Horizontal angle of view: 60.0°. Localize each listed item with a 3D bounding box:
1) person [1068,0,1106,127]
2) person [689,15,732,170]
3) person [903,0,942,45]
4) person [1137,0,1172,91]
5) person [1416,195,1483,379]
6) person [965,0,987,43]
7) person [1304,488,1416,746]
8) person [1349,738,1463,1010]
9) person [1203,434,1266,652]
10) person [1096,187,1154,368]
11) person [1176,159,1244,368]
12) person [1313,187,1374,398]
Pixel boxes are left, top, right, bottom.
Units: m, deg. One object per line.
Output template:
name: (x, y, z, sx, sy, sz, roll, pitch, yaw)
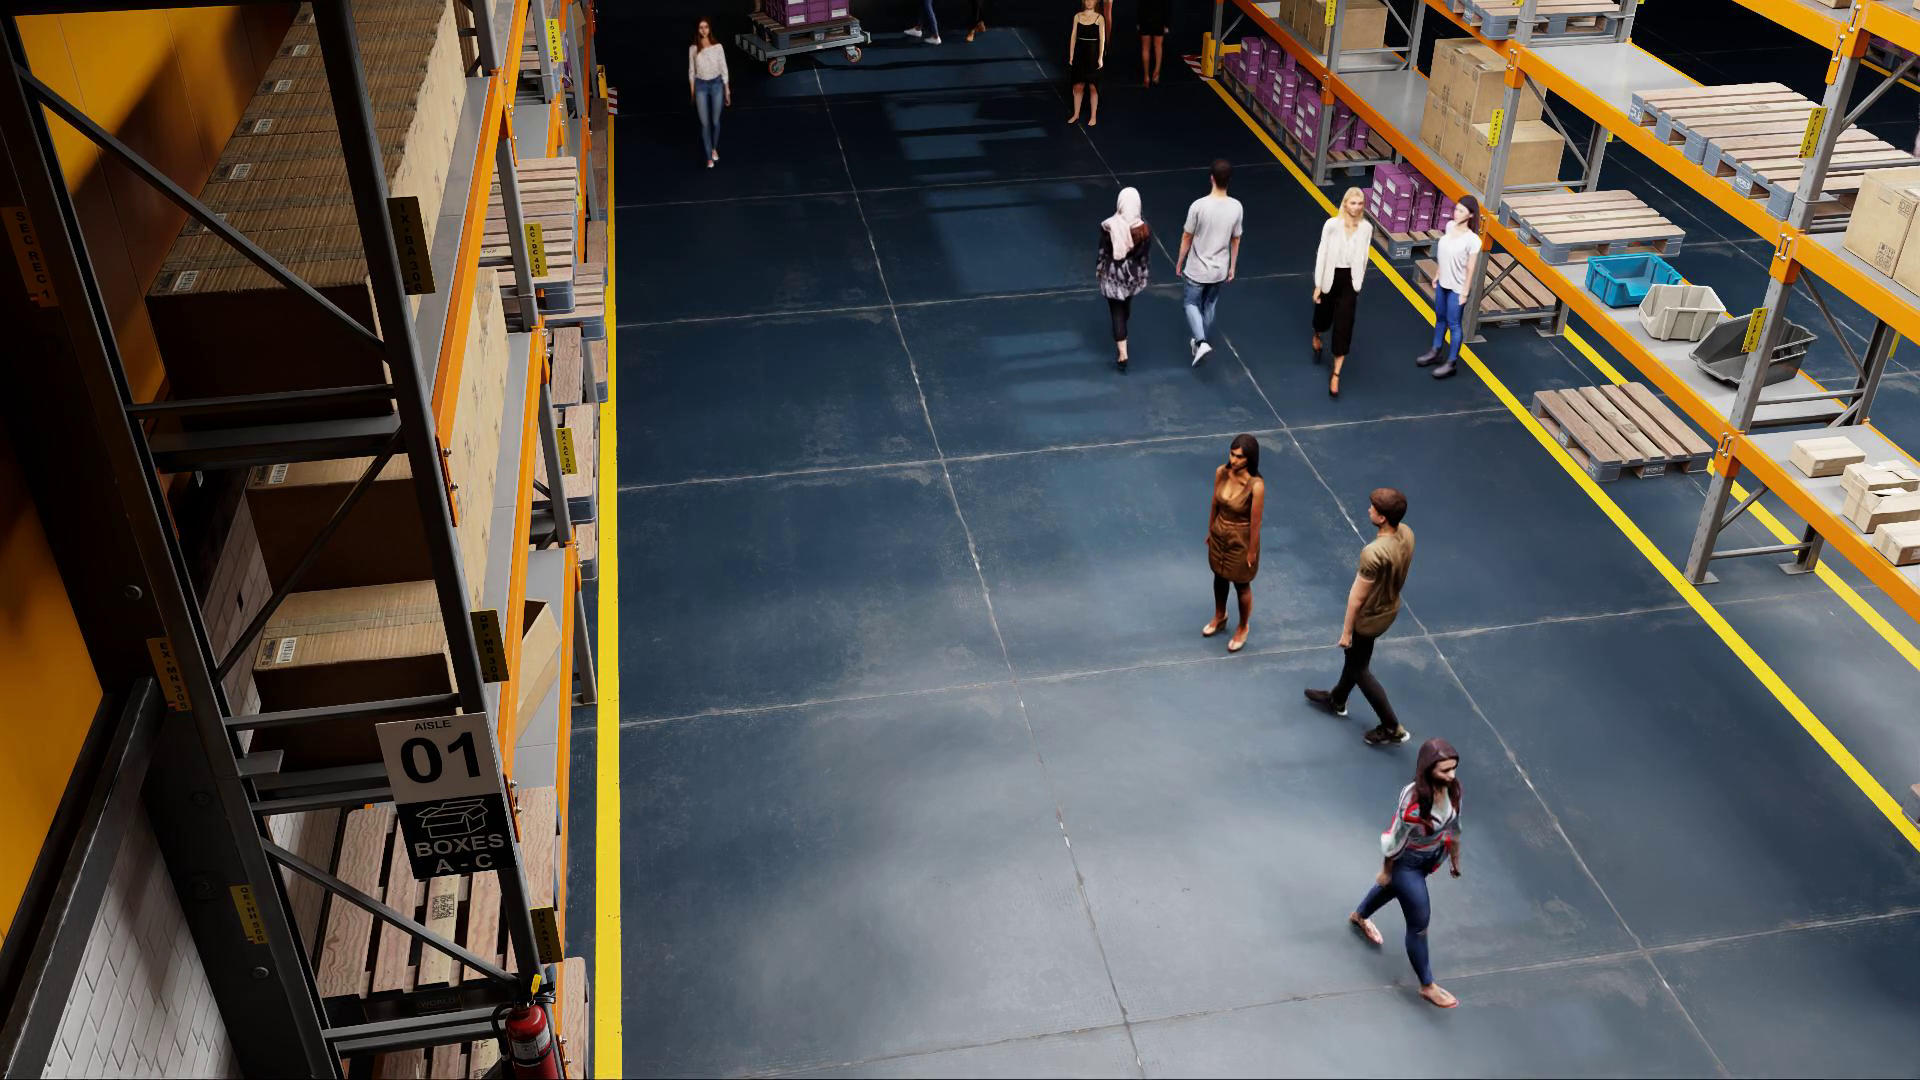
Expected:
person: (1.555, -5.873, 20.219, 0.685, 1.624, 0.725, 11, 35, 17)
person: (-2.887, -5.175, 19.097, 0.622, 1.702, 0.993, -7, 34, -10)
person: (-0.409, -7.695, 22.891, 1.010, 1.699, 0.939, 22, 40, 30)
person: (2.474, -6.542, 21.220, 0.604, 1.630, 0.643, -1, 34, -2)
person: (4.372, -2.244, 14.707, 0.687, 1.681, 0.509, -11, 35, -16)
person: (0.266, -7.835, 23.120, 1.056, 1.680, 0.979, -20, 39, -27)
person: (2.638, 0.510, 10.427, 1.168, 1.833, 1.062, 25, 41, 33)
person: (2.374, 1.674, 8.914, 0.932, 1.568, 1.156, -22, 40, -30)
person: (1.867, 0.011, 11.312, 0.701, 1.683, 0.604, -27, 42, -34)
person: (1.465, -2.319, 14.902, 0.682, 1.590, 1.103, -3, 34, -4)
person: (2.228, -2.408, 14.785, 0.710, 1.869, 0.938, -8, 34, -12)
person: (3.273, -2.225, 14.551, 0.805, 1.822, 1.214, 2, 34, 4)
